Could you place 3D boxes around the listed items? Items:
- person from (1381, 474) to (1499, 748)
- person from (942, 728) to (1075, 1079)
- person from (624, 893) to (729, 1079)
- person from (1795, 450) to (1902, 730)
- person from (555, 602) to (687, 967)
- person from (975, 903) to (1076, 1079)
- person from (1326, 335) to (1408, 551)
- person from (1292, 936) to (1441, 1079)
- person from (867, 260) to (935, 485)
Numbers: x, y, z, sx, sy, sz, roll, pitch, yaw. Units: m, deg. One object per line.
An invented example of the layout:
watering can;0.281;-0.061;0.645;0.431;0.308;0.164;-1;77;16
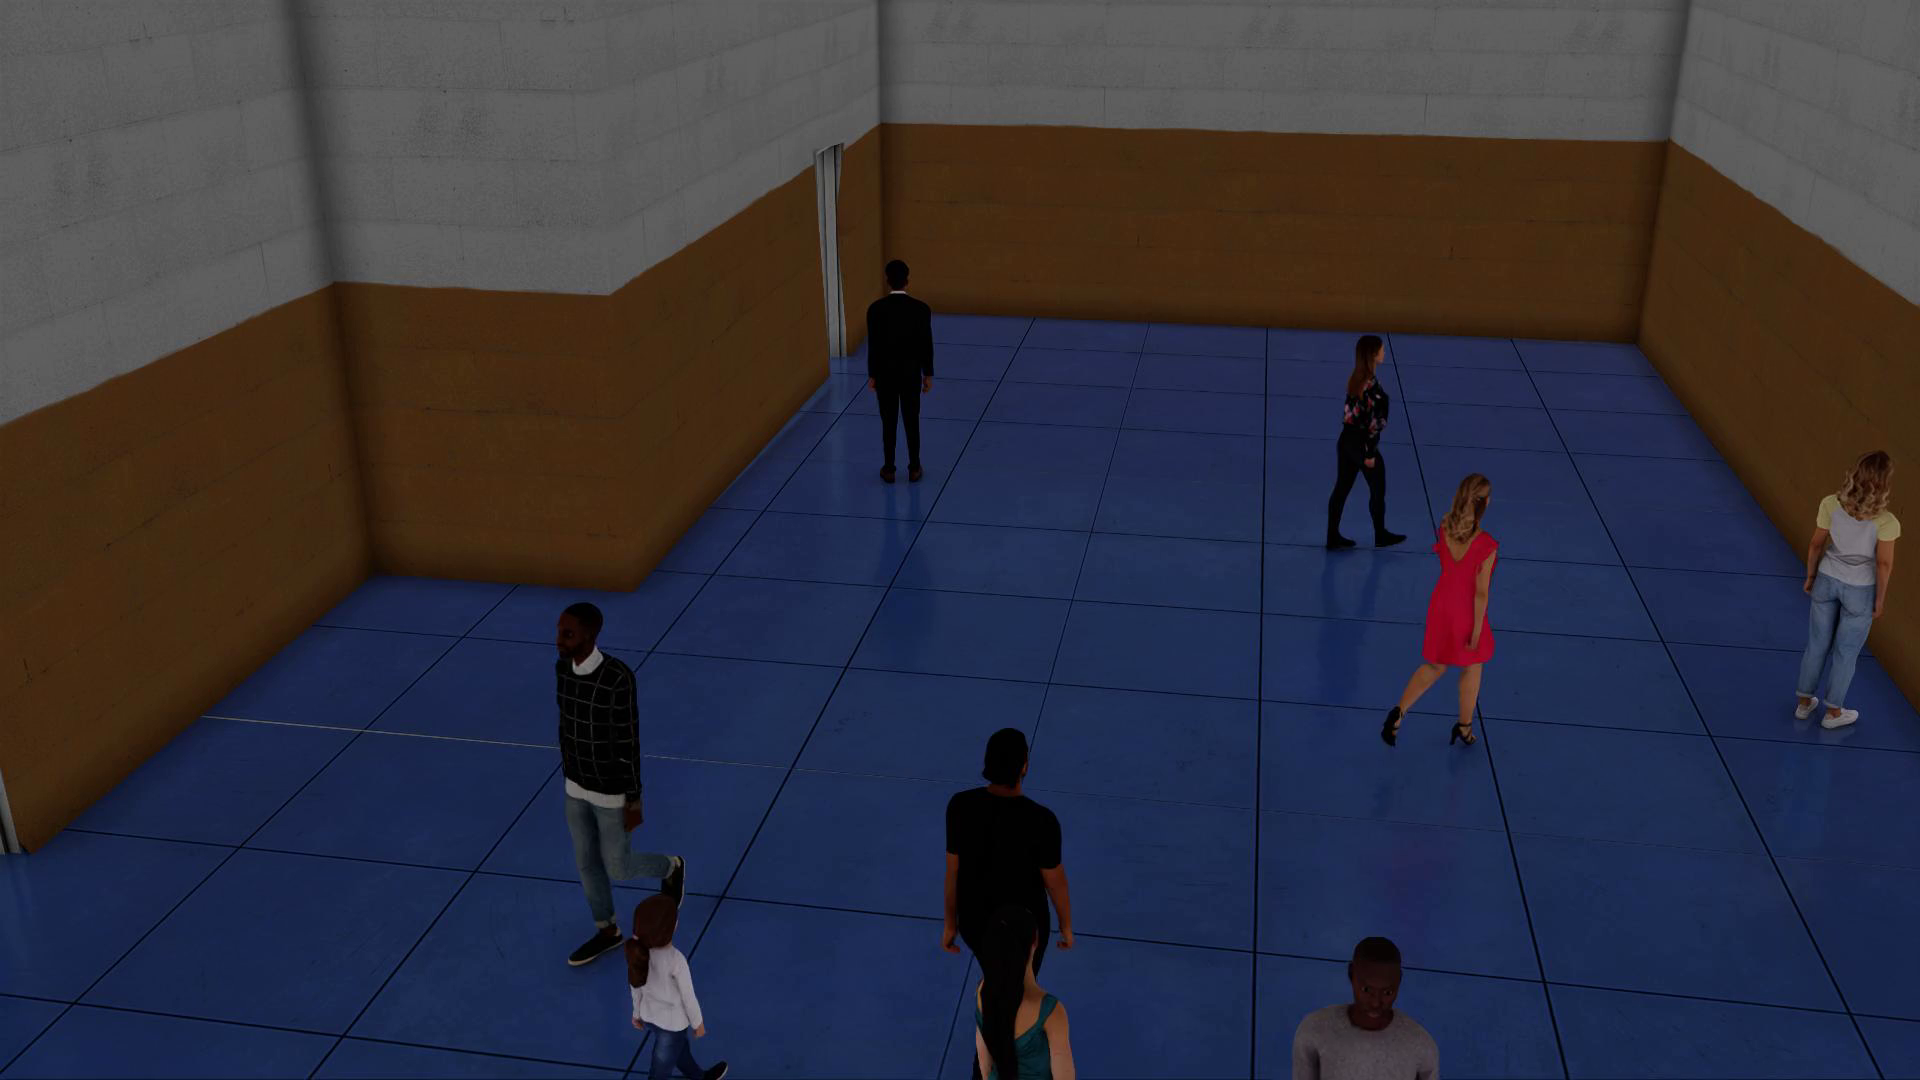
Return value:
person;2.758;0.462;9.480;1.005;1.696;0.950;-14;26;-31
person;0.142;1.602;6.620;1.173;1.712;0.931;10;24;24
person;-1.215;1.928;6.651;0.800;1.085;0.749;17;27;36
person;5.246;0.289;9.855;0.767;1.722;0.696;-16;27;-35
person;-1.588;1.101;7.740;0.965;1.808;0.950;15;26;32
person;0.168;2.026;5.630;0.857;1.665;0.873;20;29;40
person;2.910;-0.695;12.401;0.947;1.665;0.815;-6;23;-16
person;1.307;2.027;5.504;0.893;1.756;0.696;4;22;10
person;-0.514;-1.401;13.866;0.611;1.883;0.823;-3;22;-7
